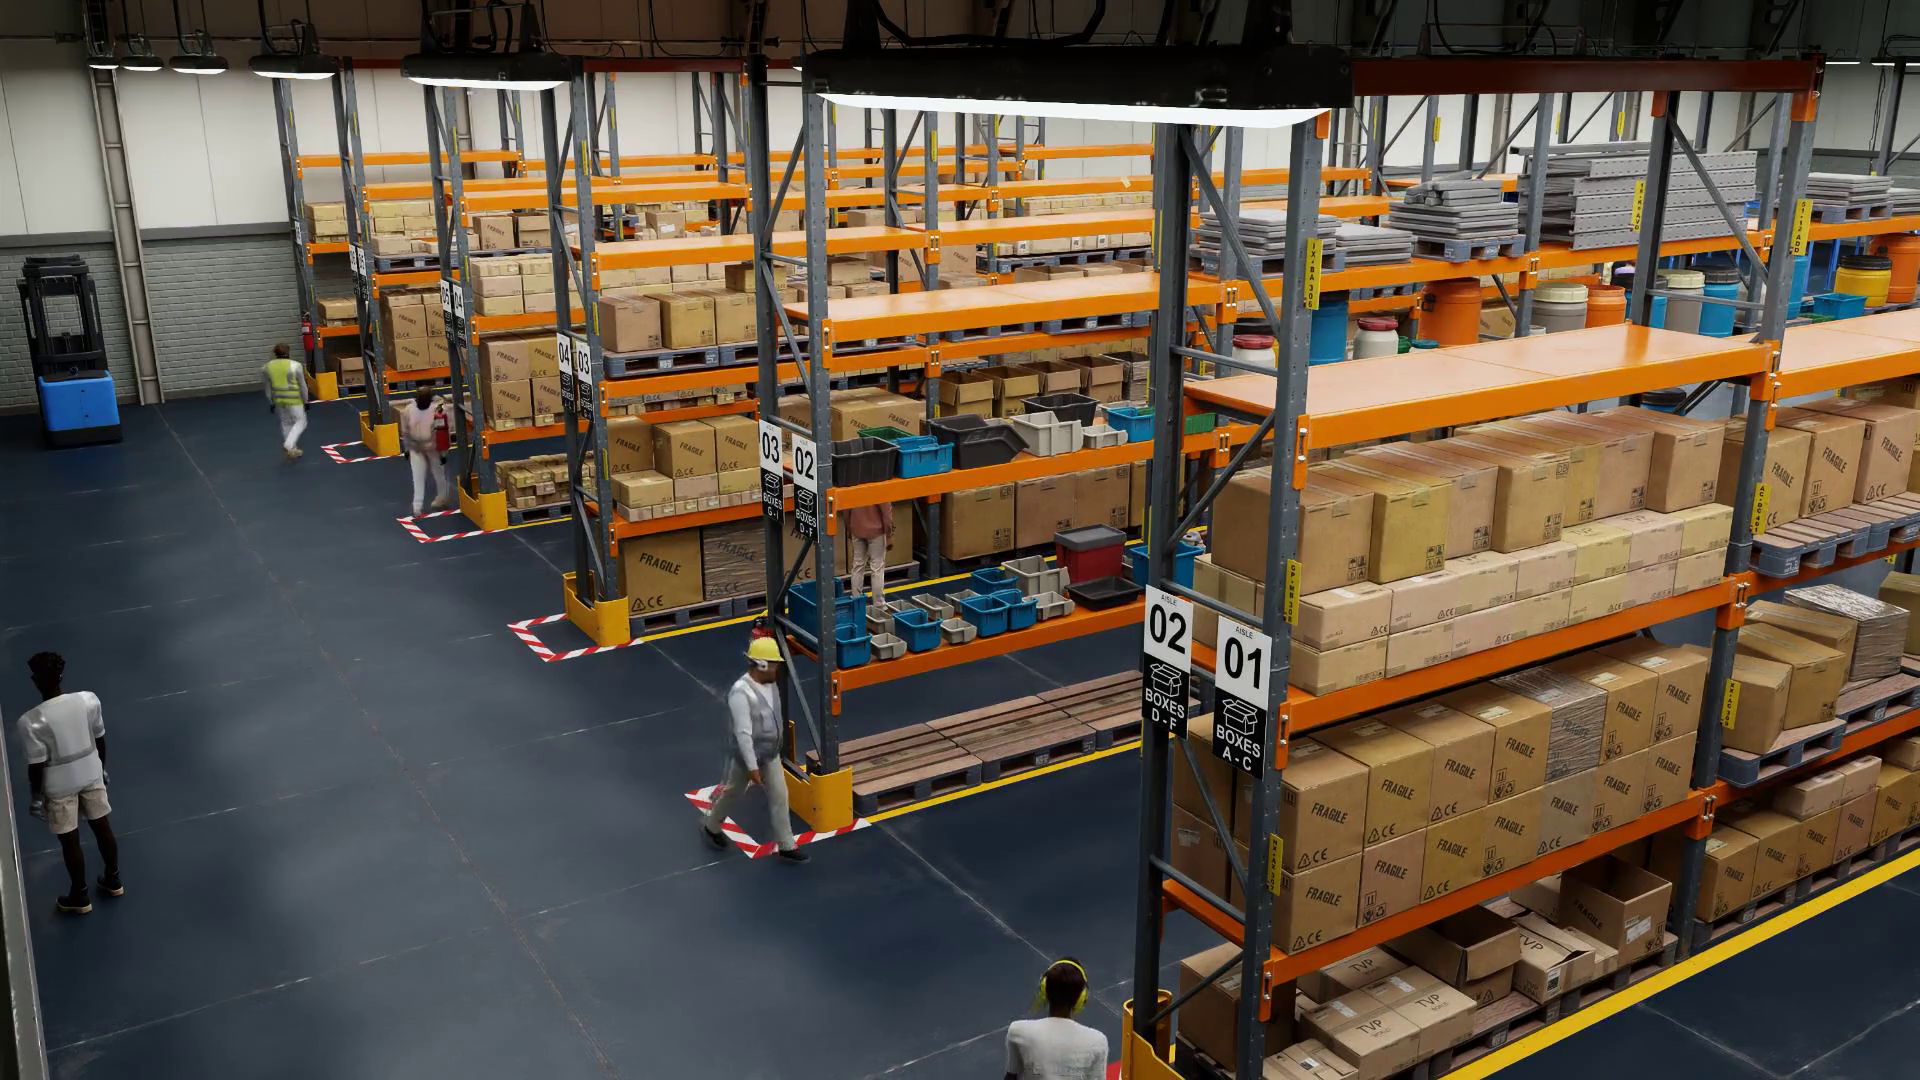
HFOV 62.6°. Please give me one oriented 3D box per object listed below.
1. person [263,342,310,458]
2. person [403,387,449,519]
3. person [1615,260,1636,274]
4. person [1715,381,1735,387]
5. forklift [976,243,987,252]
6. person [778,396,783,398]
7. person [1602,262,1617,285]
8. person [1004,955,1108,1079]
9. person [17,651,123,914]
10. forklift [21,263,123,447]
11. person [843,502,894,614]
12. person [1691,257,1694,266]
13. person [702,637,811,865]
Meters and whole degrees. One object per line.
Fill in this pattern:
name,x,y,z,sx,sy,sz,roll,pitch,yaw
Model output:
person,-10.368,-2.127,24.296,0.636,1.823,0.578,2,17,8
person,-7.239,-1.222,21.429,0.677,1.780,0.974,1,17,2
person,14.806,-5.405,35.050,0.698,1.818,0.430,7,18,21
person,14.532,-3.838,29.653,0.646,1.969,0.634,14,22,38
forklift,0.988,-5.474,34.718,1.214,2.155,2.313,-10,20,-31
person,-2.299,-0.874,20.004,0.373,1.935,0.628,-3,17,-9
person,15.137,-6.080,37.281,0.623,1.814,0.826,12,21,34
person,0.487,2.956,7.696,0.541,1.806,0.907,0,17,-2
person,-6.431,1.734,11.396,0.369,1.967,0.601,9,19,27
forklift,-14.518,-3.079,25.708,1.129,2.768,1.873,-10,20,-31
person,-0.996,-0.102,17.362,0.622,1.996,0.369,10,20,29
person,15.763,-5.240,34.389,0.401,1.899,0.636,-3,17,-11
person,-1.612,1.603,12.164,0.947,1.771,0.599,9,19,28
